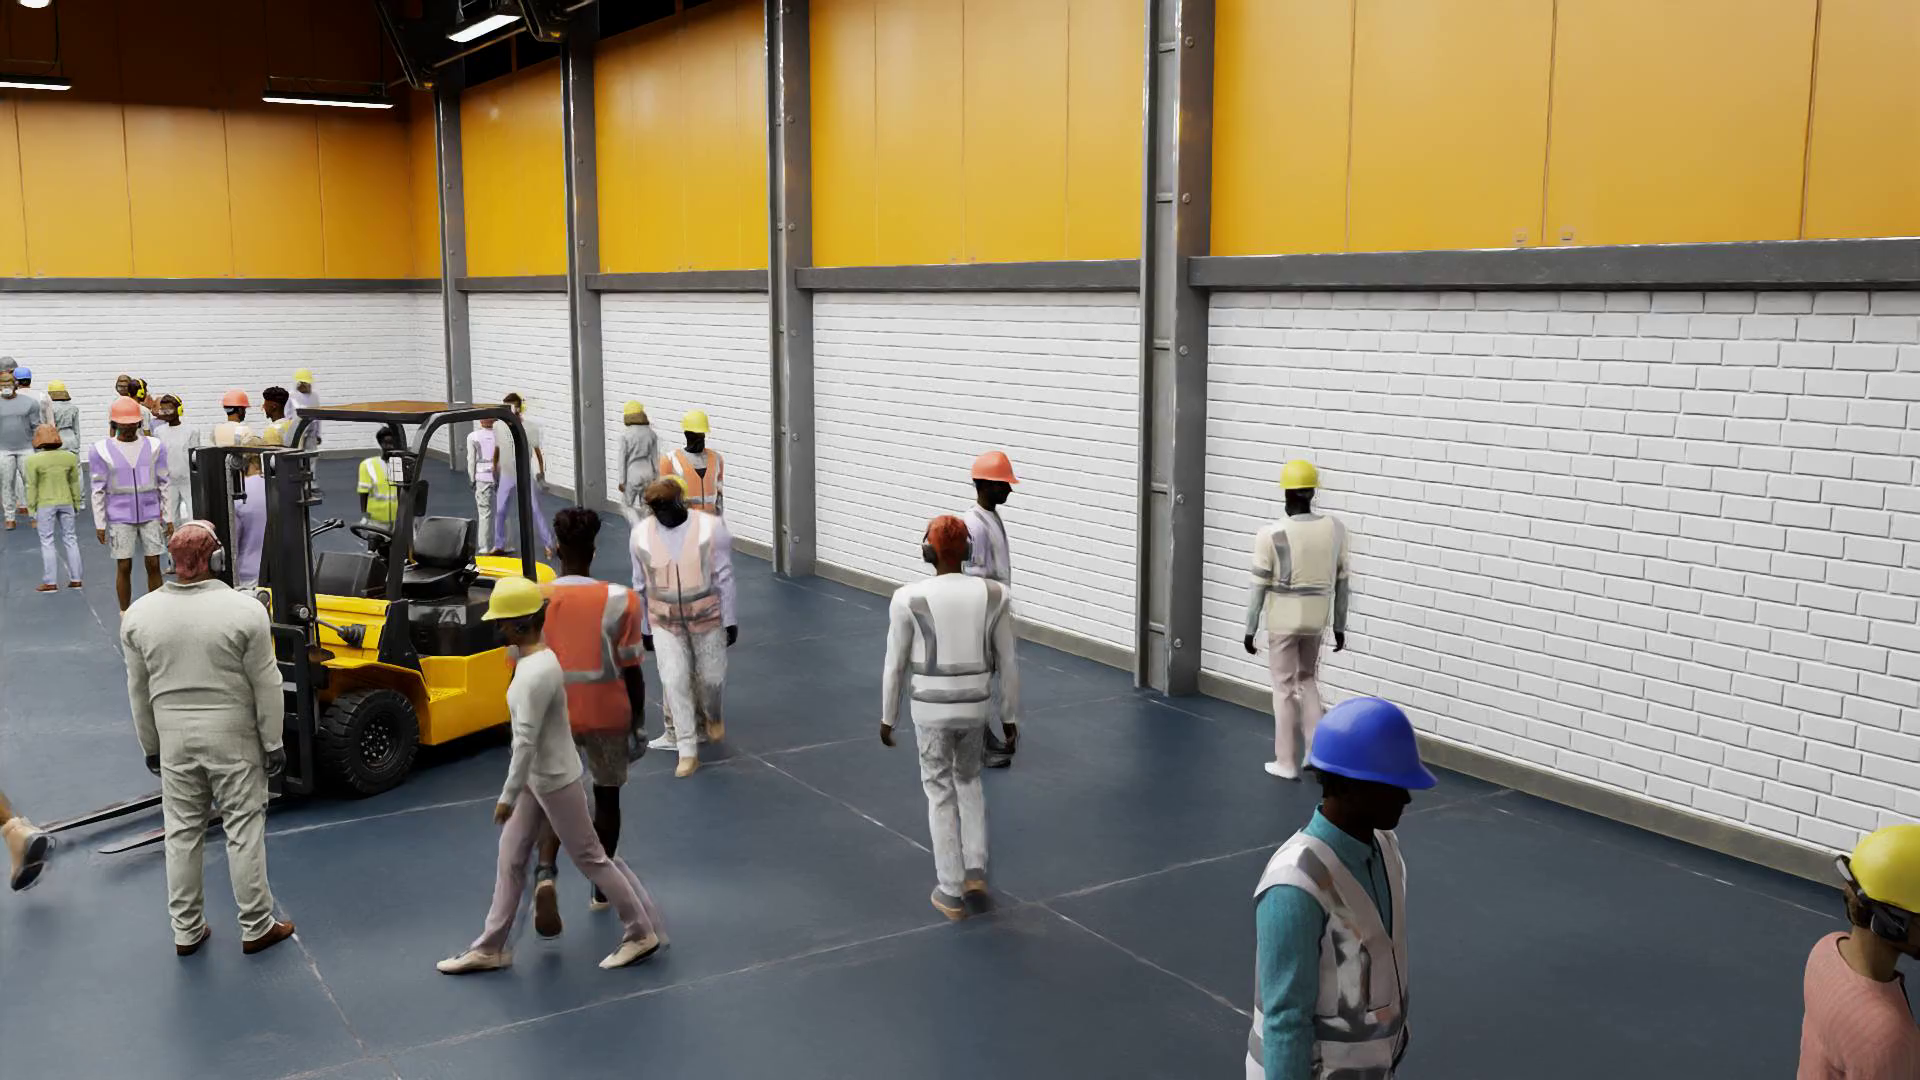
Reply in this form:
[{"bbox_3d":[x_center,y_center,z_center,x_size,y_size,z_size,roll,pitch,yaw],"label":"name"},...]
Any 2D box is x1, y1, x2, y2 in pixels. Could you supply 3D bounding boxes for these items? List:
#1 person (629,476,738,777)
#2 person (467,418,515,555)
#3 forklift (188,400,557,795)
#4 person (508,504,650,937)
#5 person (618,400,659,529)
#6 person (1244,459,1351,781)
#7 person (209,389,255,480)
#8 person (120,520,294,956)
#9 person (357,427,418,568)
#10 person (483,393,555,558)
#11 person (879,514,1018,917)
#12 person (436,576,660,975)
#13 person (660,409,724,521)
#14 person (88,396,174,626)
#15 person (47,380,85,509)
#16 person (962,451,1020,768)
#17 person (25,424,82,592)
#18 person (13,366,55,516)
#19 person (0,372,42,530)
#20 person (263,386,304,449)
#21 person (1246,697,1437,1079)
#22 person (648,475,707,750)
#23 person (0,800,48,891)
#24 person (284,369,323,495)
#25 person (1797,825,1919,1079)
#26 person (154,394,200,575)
[{"bbox_3d":[-1.666,0.484,10.138,0.653,1.808,0.714,0,8,-3],"label":"person"},{"bbox_3d":[-5.151,-0.649,18.323,0.514,1.641,0.307,-3,9,-16],"label":"person"},{"bbox_3d":[-3.529,0.258,10.348,1.214,2.155,2.313,4,9,25],"label":"forklift"},{"bbox_3d":[-1.727,0.811,7.515,0.624,1.933,0.815,-1,8,-4],"label":"person"},{"bbox_3d":[-3.511,-0.672,18.175,0.507,1.721,0.407,-8,11,-42],"label":"person"},{"bbox_3d":[1.973,0.474,9.810,0.618,1.914,0.410,-3,9,-17],"label":"person"},{"bbox_3d":[-7.149,-0.530,16.522,0.544,1.938,0.356,3,9,21],"label":"person"},{"bbox_3d":[-3.248,0.861,7.236,0.643,1.913,0.410,0,8,-1],"label":"person"},{"bbox_3d":[-5.180,-0.189,15.124,0.547,1.660,0.819,-3,9,-19],"label":"person"},{"bbox_3d":[-4.789,-0.684,18.048,0.770,1.831,0.411,0,8,0],"label":"person"},{"bbox_3d":[-0.056,0.807,7.742,0.605,1.867,0.472,-3,9,-20],"label":"person"},{"bbox_3d":[-1.722,0.994,7.002,0.913,1.715,0.522,-3,9,-21],"label":"person"},{"bbox_3d":[-2.196,-0.122,13.802,0.587,1.928,0.362,-7,11,-39],"label":"person"},{"bbox_3d":[-6.912,-0.190,13.930,0.613,2.033,0.411,-6,11,-37],"label":"person"},{"bbox_3d":[-11.915,-1.252,22.077,0.323,1.736,0.488,4,9,23],"label":"person"},{"bbox_3d":[0.183,0.418,10.162,0.373,1.931,0.545,2,9,11],"label":"person"},{"bbox_3d":[-8.760,-0.311,16.093,0.276,1.627,0.498,6,10,36],"label":"person"},{"bbox_3d":[-12.053,-1.274,21.546,0.605,1.939,0.416,-6,10,-34],"label":"person"},{"bbox_3d":[-11.525,-1.077,20.264,0.636,1.928,0.383,-5,10,-29],"label":"person"},{"bbox_3d":[-6.744,-0.553,16.579,0.370,1.967,0.602,1,8,4],"label":"person"},{"bbox_3d":[0.914,1.323,4.047,0.425,1.938,0.604,6,10,34],"label":"person"},{"bbox_3d":[-1.804,0.456,10.529,0.295,1.744,0.487,5,10,33],"label":"person"},{"bbox_3d":[-4.754,0.733,7.726,0.765,2.028,0.619,1,9,8],"label":"person"},{"bbox_3d":[-9.299,-1.518,23.606,0.440,1.811,0.609,5,10,30],"label":"person"},{"bbox_3d":[1.990,1.470,3.674,0.339,1.756,0.532,2,9,15],"label":"person"},{"bbox_3d":[-7.975,-0.560,17.000,0.510,1.861,0.324,1,8,4],"label":"person"}]
